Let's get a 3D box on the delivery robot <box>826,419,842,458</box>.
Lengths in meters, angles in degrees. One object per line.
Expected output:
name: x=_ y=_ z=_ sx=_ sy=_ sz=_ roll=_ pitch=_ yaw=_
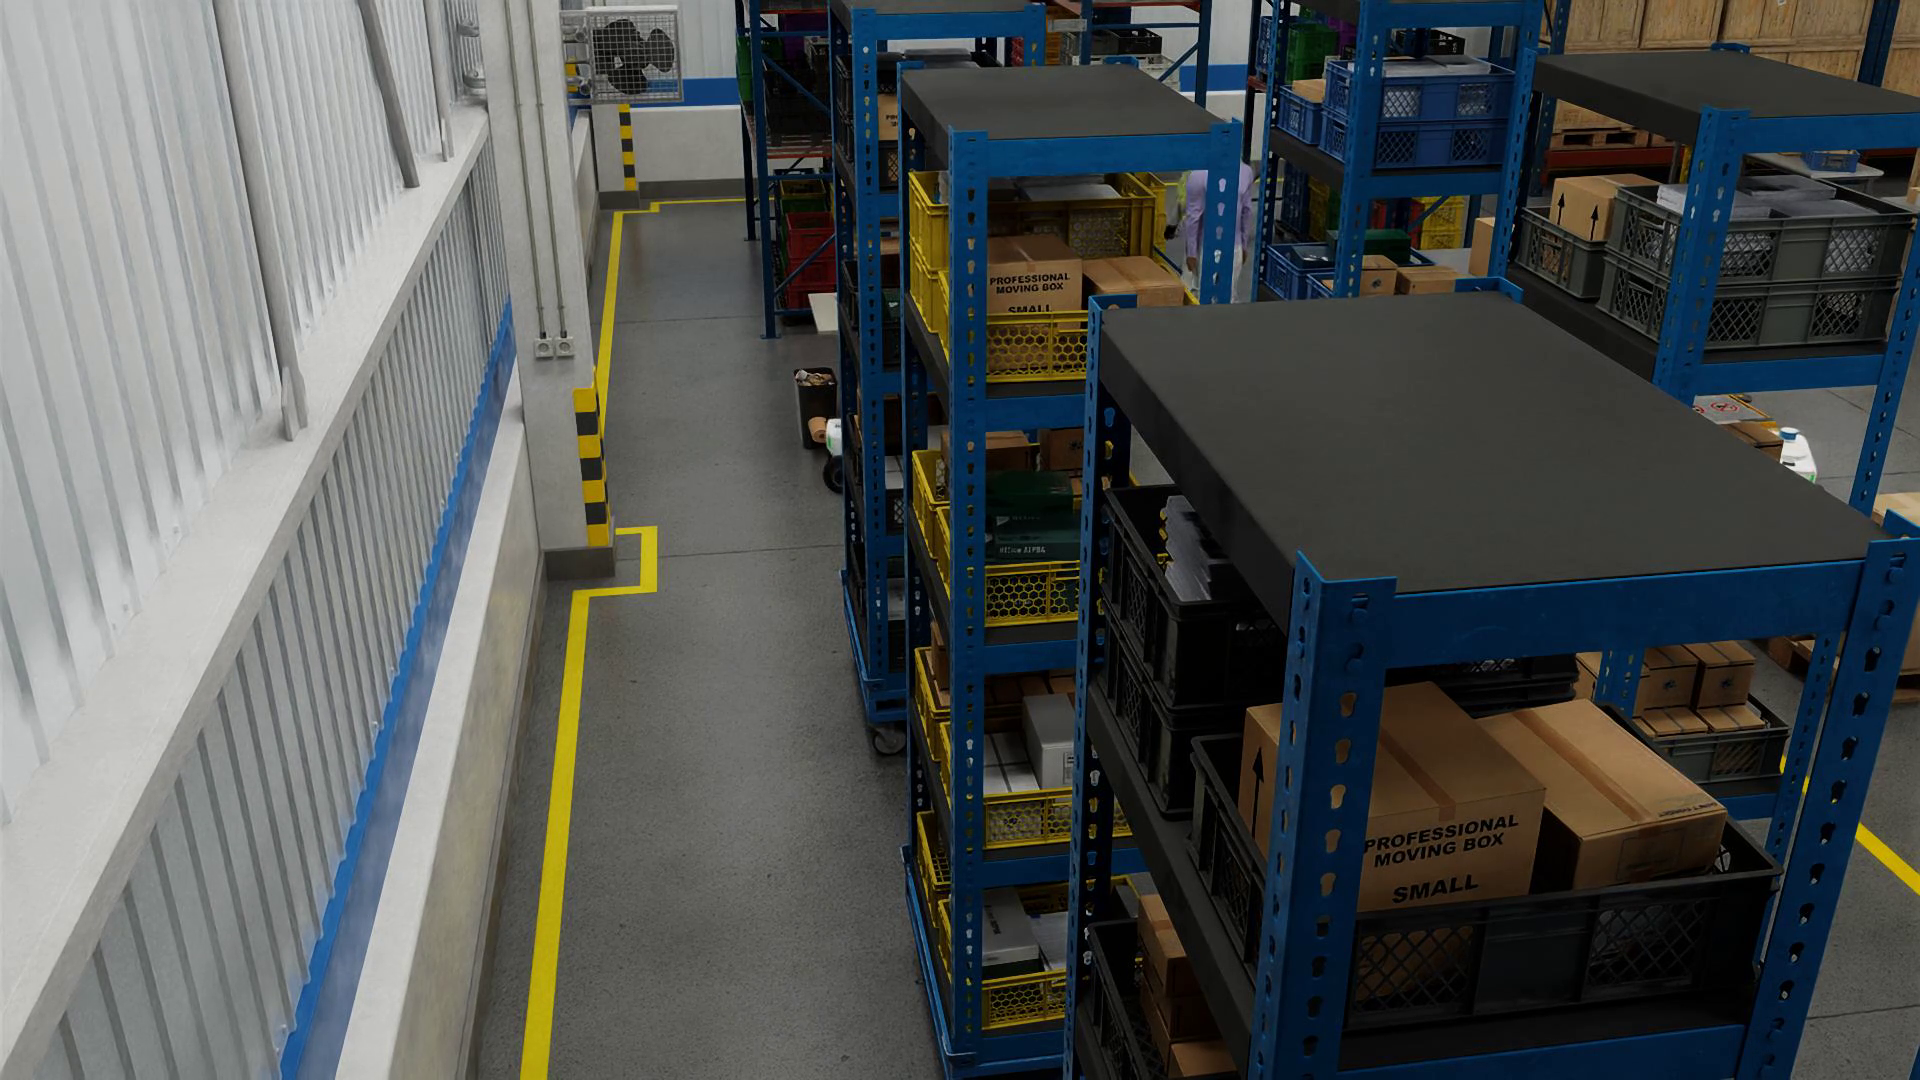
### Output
delivery robot: x=-0.550 y=-0.685 z=11.309 sx=0.707 sy=0.478 sz=0.477 roll=0 pitch=25 yaw=0

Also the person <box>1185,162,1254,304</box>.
person: x=2.079 y=-2.373 z=13.453 sx=0.628 sy=1.931 sz=0.358 roll=-12 pitch=27 yaw=-25

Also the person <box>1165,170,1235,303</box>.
person: x=2.046 y=-2.669 z=14.286 sx=0.945 sy=1.777 sz=0.648 roll=-6 pitch=25 yaw=-12

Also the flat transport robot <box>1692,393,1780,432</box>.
flat transport robot: x=5.224 y=-0.859 z=12.132 sx=1.431 sy=0.197 sz=0.652 roll=-4 pitch=25 yaw=-8

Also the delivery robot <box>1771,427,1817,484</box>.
delivery robot: x=5.387 y=-0.499 z=10.906 sx=0.477 sy=0.478 sz=0.707 roll=8 pitch=26 yaw=17
